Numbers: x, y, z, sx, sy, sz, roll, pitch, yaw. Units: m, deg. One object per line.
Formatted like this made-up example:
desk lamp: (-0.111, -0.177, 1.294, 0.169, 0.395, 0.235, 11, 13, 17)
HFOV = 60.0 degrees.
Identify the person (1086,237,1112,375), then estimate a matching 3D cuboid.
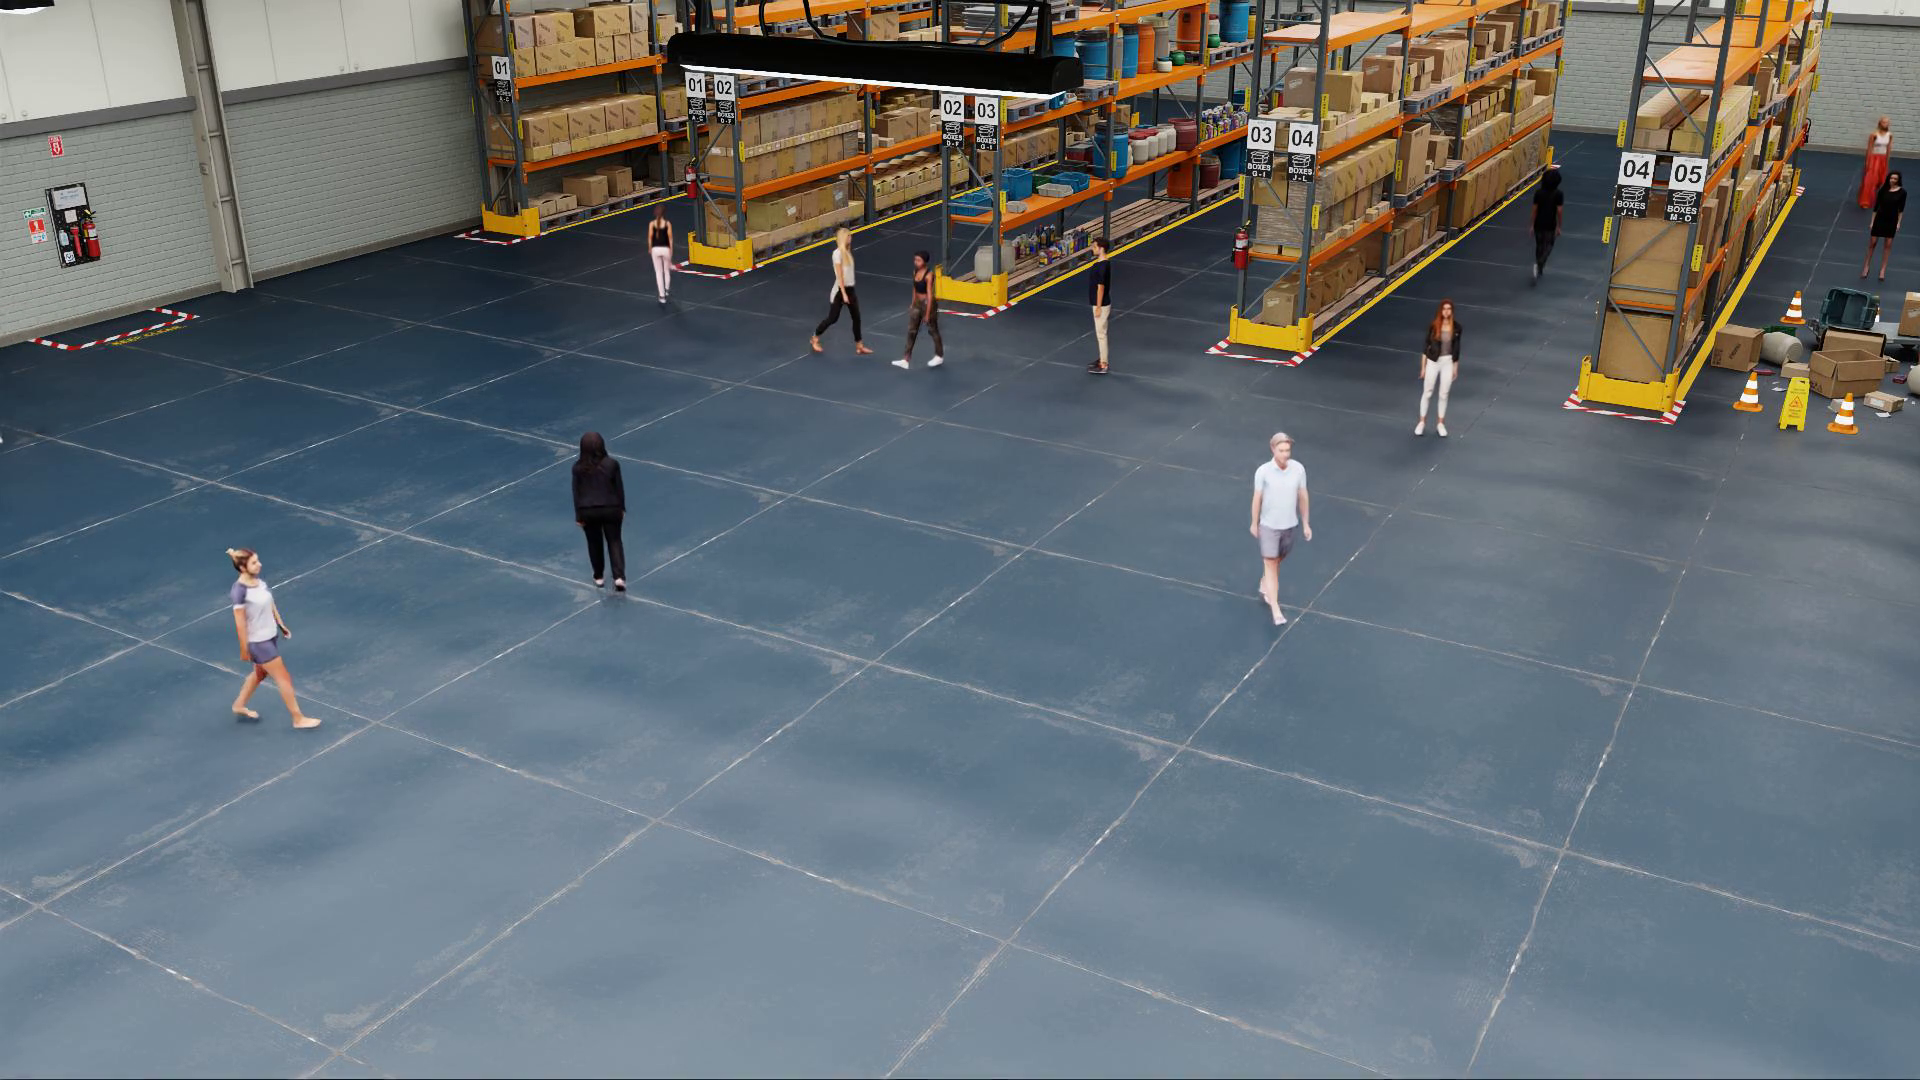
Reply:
person: (1.927, -3.203, 22.656, 0.763, 1.854, 0.639, 1, 23, 1)

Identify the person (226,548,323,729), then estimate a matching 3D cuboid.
person: (-5.770, 0.811, 13.561, 0.958, 1.585, 1.026, 0, 23, -1)

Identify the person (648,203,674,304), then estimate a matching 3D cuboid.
person: (-4.675, -4.459, 26.032, 1.000, 1.523, 1.048, -6, 24, -14)

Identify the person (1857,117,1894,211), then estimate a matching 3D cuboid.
person: (17.873, -7.375, 32.545, 0.861, 1.793, 0.940, 0, 23, 1)

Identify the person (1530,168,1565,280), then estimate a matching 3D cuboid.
person: (9.611, -5.171, 27.335, 0.673, 1.813, 0.957, 14, 27, 29)

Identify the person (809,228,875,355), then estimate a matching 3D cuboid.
person: (-1.739, -3.450, 23.323, 0.812, 1.787, 1.153, 8, 24, 19)

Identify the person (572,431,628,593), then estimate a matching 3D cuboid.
person: (-3.460, -0.261, 16.039, 0.922, 1.618, 0.977, -7, 24, -16)

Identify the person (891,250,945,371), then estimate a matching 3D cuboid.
person: (-0.412, -3.160, 22.810, 1.139, 1.654, 0.824, -18, 29, -36)

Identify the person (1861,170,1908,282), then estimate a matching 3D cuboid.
person: (15.239, -5.185, 27.383, 0.586, 1.804, 0.493, 13, 26, 28)

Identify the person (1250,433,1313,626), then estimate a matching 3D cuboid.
person: (2.954, -0.160, 15.589, 1.133, 1.785, 1.222, -5, 24, -11)

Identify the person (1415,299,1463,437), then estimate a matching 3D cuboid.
person: (5.862, -2.120, 20.301, 0.656, 1.704, 0.626, 4, 23, 10)
